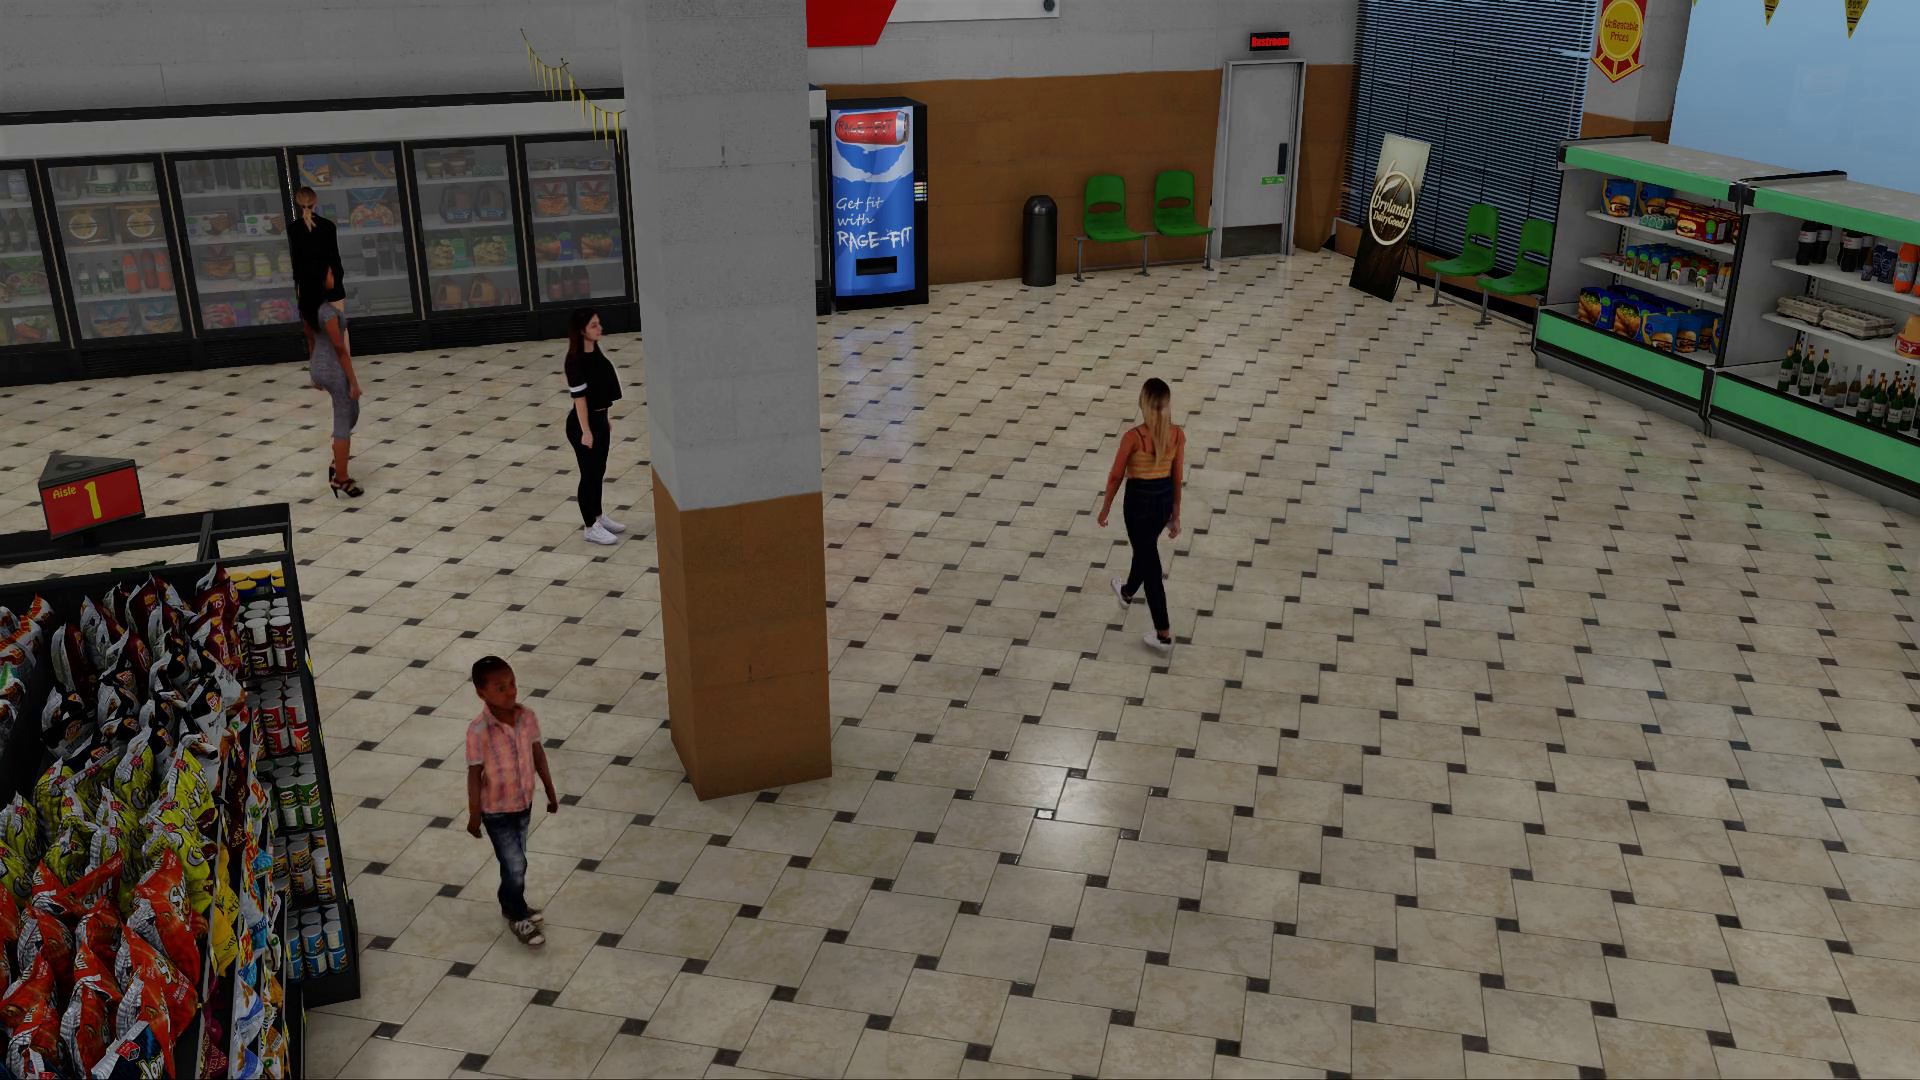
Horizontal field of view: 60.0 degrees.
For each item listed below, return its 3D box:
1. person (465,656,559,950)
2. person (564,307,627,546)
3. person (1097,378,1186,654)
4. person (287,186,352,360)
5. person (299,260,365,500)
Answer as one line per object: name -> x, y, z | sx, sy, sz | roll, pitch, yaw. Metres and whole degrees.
person -> -1.986, 1.087, 7.146 | 0.723, 1.298, 0.663 | 15, 26, 33
person -> -2.521, -0.790, 11.358 | 0.761, 1.639, 0.663 | 3, 22, 6
person -> 1.140, -0.109, 9.733 | 0.626, 1.588, 1.079 | -9, 24, -22
person -> -5.734, -2.277, 14.887 | 0.597, 1.767, 0.549 | -10, 24, -24
person -> -4.618, -1.131, 12.030 | 0.665, 1.773, 0.776 | 20, 30, 41
